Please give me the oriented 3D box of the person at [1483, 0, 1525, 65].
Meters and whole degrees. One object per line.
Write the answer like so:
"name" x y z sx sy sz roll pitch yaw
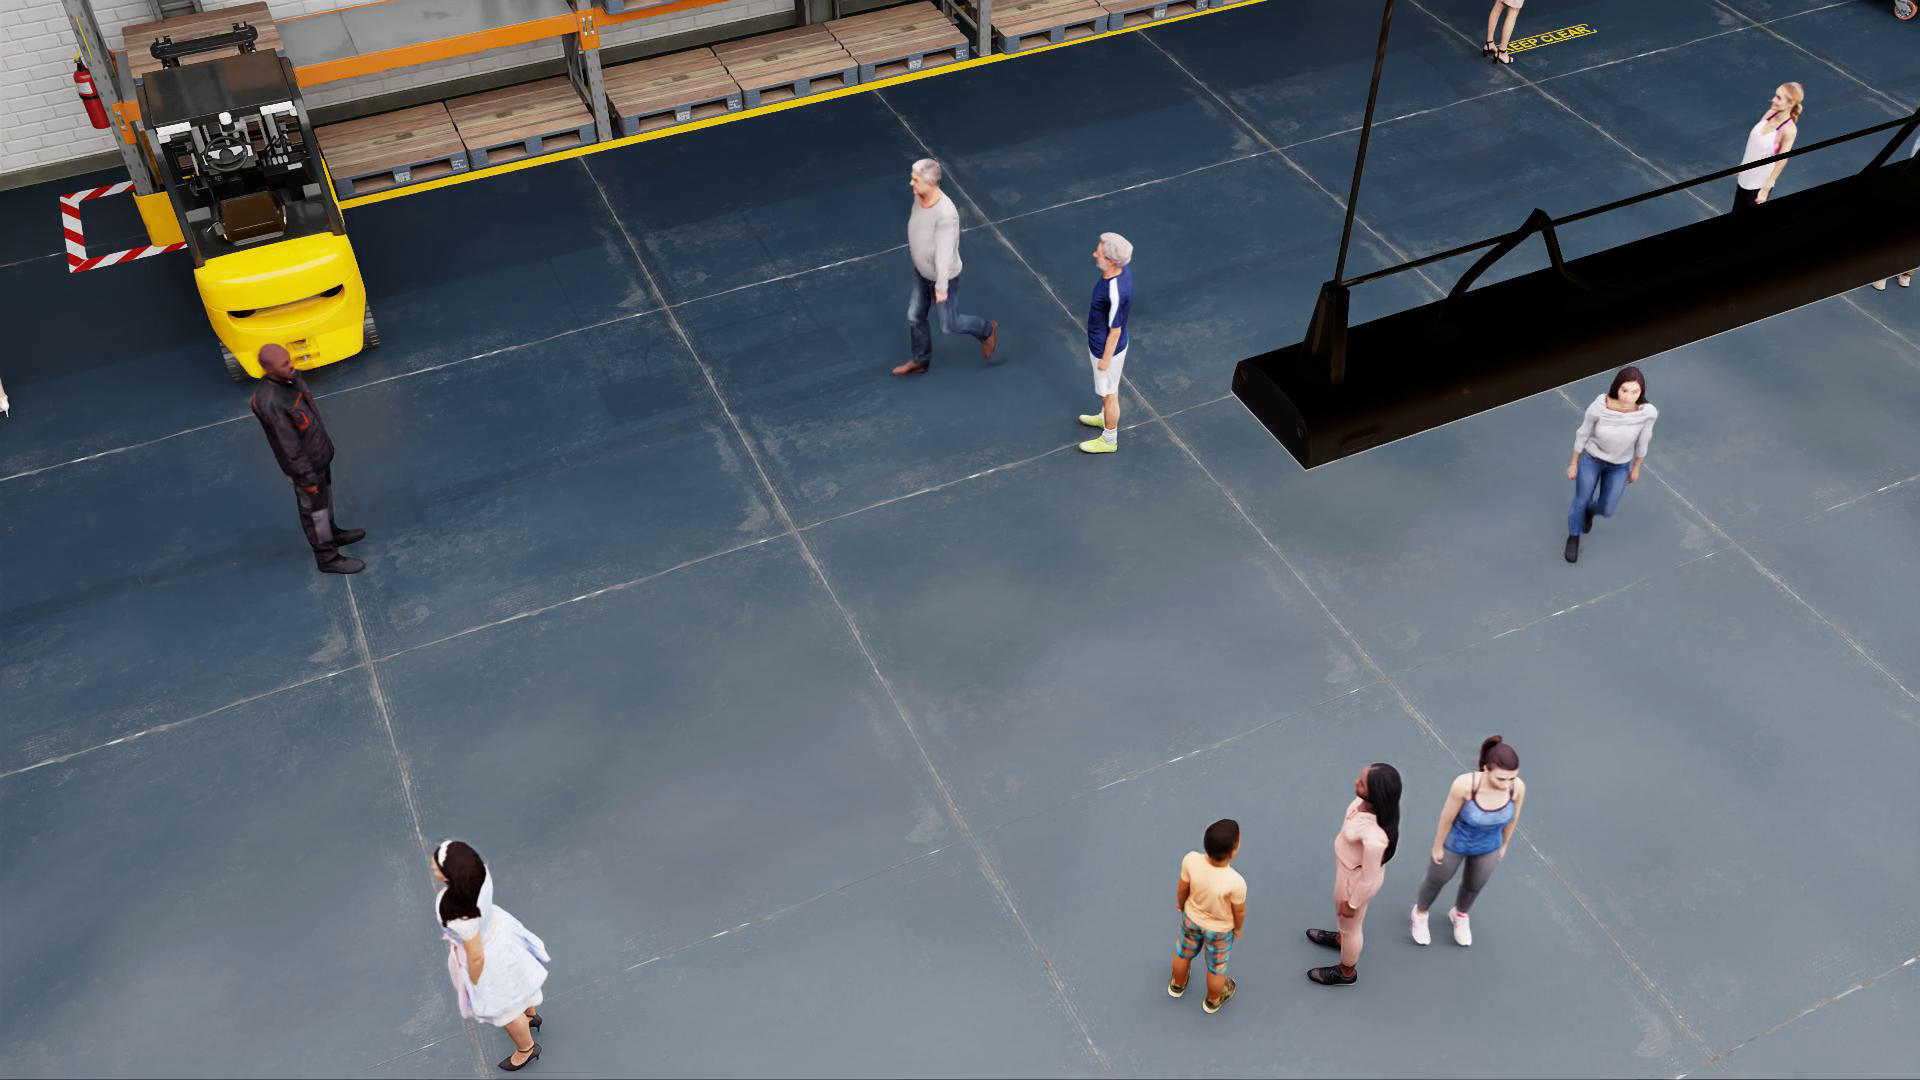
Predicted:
"person" 5.470 -5.588 16.371 0.483 1.831 0.560 -18 47 -18

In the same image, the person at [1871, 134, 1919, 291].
"person" 7.862 -2.854 13.516 0.621 1.811 0.798 -5 44 -5

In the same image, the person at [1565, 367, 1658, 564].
"person" 4.348 -0.558 11.243 0.792 1.621 0.855 11 45 11

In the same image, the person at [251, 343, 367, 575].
"person" -4.405 -0.562 11.104 0.667 1.818 0.740 -10 44 -10

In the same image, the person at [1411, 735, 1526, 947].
"person" 2.742 1.629 8.958 0.600 1.607 0.702 1 44 1

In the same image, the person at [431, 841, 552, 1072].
"person" -2.353 2.081 8.330 0.855 1.818 0.819 -1 44 -1

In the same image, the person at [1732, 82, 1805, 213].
"person" 6.527 -2.930 13.612 0.631 1.788 0.665 -4 44 -4

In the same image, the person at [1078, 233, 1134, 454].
"person" 1.073 -1.430 12.001 0.722 1.838 0.721 3 44 3

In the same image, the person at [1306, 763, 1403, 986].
"person" 2.092 1.752 8.746 0.717 1.720 0.698 7 44 8

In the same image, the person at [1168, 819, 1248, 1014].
"person" 1.304 1.973 8.703 0.606 1.461 0.638 22 48 22

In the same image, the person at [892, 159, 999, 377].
"person" -0.107 -2.041 12.609 1.112 1.885 0.782 -21 47 -20
